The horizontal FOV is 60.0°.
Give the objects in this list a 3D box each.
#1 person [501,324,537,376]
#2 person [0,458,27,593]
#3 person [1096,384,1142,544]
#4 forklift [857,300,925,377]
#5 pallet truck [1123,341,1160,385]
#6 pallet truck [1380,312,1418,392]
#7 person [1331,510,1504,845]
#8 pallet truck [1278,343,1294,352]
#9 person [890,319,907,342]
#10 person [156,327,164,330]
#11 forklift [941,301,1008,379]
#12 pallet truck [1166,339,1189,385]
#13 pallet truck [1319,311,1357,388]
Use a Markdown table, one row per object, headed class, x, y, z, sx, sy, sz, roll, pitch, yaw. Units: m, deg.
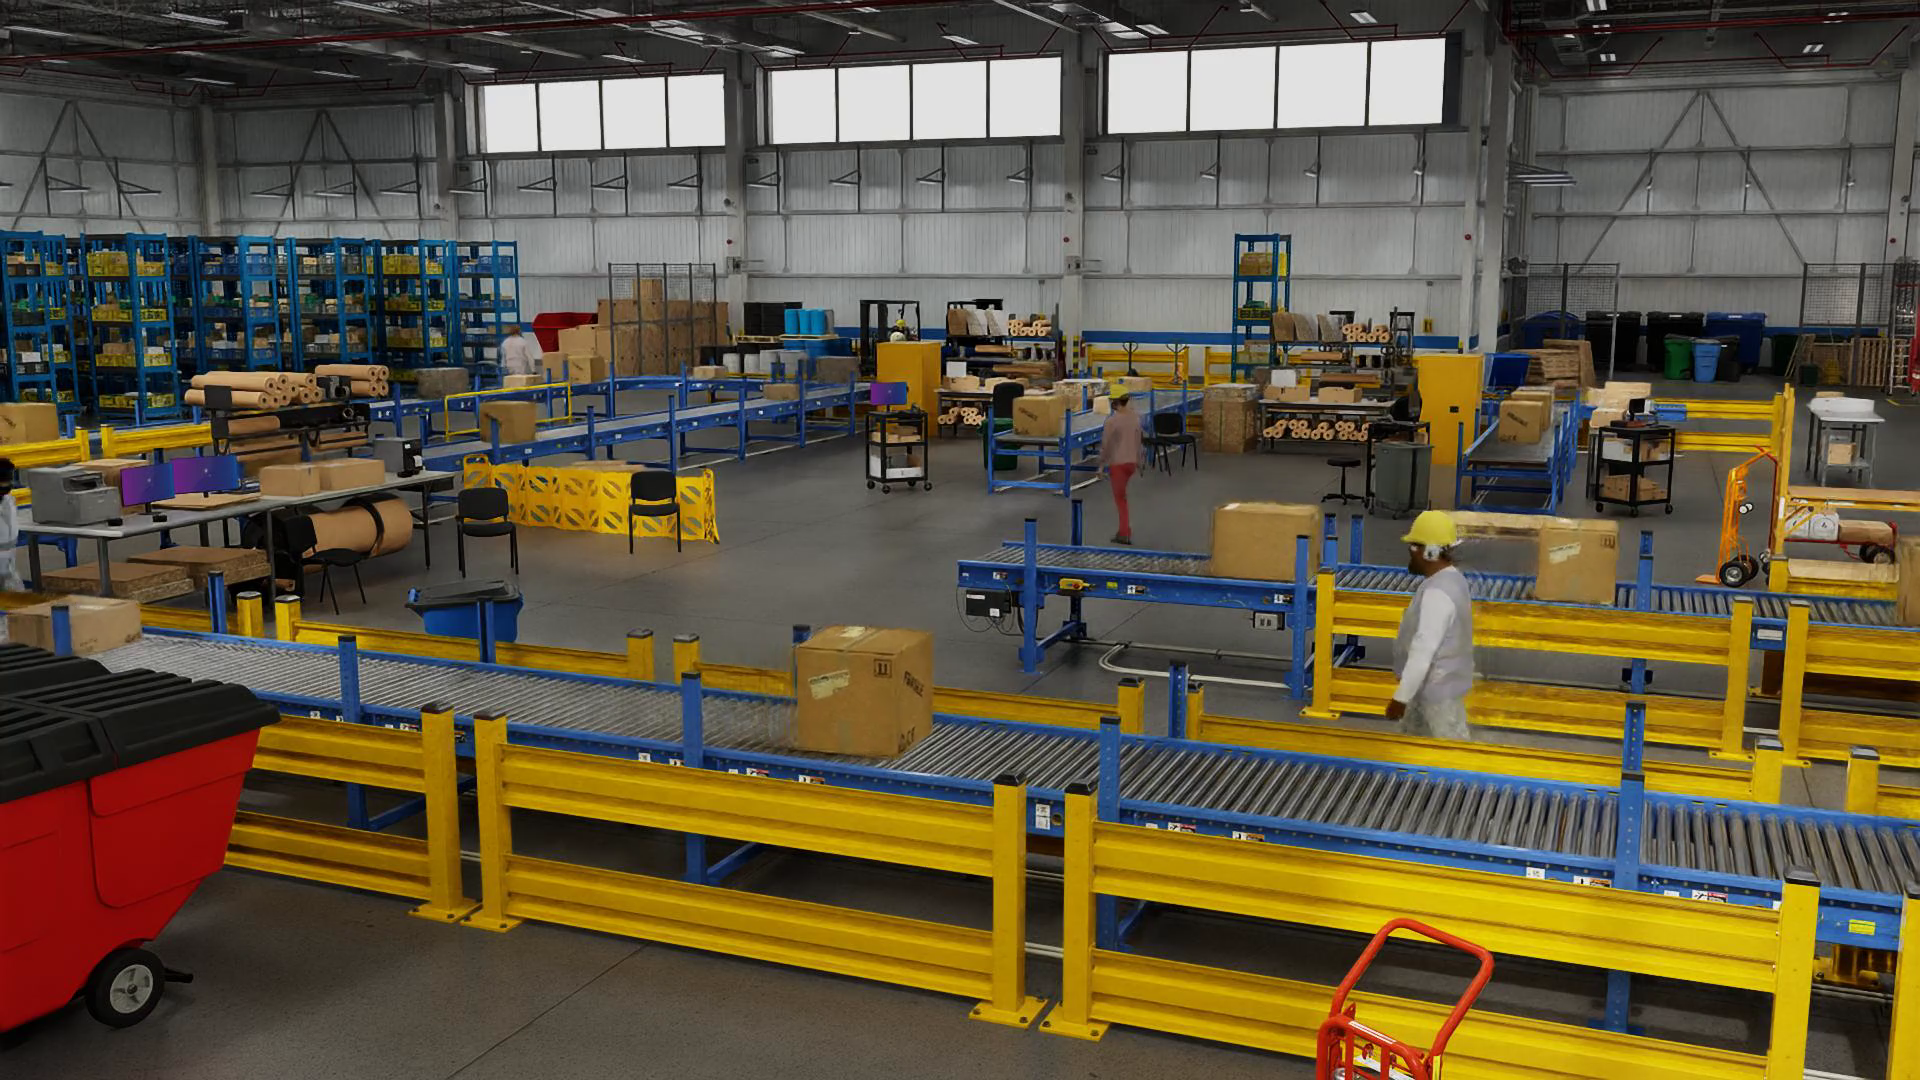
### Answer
| class | x | y | z | sx | sy | sz | roll | pitch | yaw |
| --- | --- | --- | --- | --- | --- | --- | --- | --- | --- |
| person | -8.986 | -3.440 | 33.686 | 0.643 | 1.864 | 0.987 | 5 | 10 | 25 |
| person | -7.096 | 0.209 | 12.235 | 0.838 | 1.629 | 0.545 | 1 | 9 | 6 |
| person | 1.719 | -0.835 | 18.199 | 0.561 | 1.746 | 0.514 | -8 | 13 | -41 |
| forklift | -1.732 | -5.109 | 42.468 | 1.157 | 1.987 | 2.680 | 4 | 10 | 22 |
| pallet truck | 4.445 | -4.380 | 41.279 | 0.680 | 1.201 | 1.601 | 4 | 10 | 22 |
| pallet truck | 10.207 | -4.283 | 38.369 | 0.823 | 1.965 | 1.885 | 3 | 10 | 20 |
| person | 2.408 | 0.742 | 8.567 | 0.947 | 1.791 | 0.584 | 3 | 10 | 19 |
| pallet truck | 7.886 | -4.163 | 39.743 | 0.653 | 1.274 | 1.630 | 4 | 10 | 22 |
| person | -1.355 | -4.067 | 37.591 | 0.403 | 1.823 | 0.586 | -6 | 11 | -30 |
| person | -17.941 | -4.037 | 37.383 | 0.577 | 1.831 | 0.396 | -6 | 11 | -34 |
| forklift | 0.365 | -4.966 | 41.571 | 1.157 | 1.987 | 2.680 | 3 | 10 | 20 |
| pallet truck | 5.418 | -4.269 | 40.420 | 0.704 | 1.261 | 1.522 | 3 | 10 | 20 |
| pallet truck | 9.071 | -4.419 | 39.190 | 0.823 | 1.965 | 1.885 | 5 | 10 | 26 |
